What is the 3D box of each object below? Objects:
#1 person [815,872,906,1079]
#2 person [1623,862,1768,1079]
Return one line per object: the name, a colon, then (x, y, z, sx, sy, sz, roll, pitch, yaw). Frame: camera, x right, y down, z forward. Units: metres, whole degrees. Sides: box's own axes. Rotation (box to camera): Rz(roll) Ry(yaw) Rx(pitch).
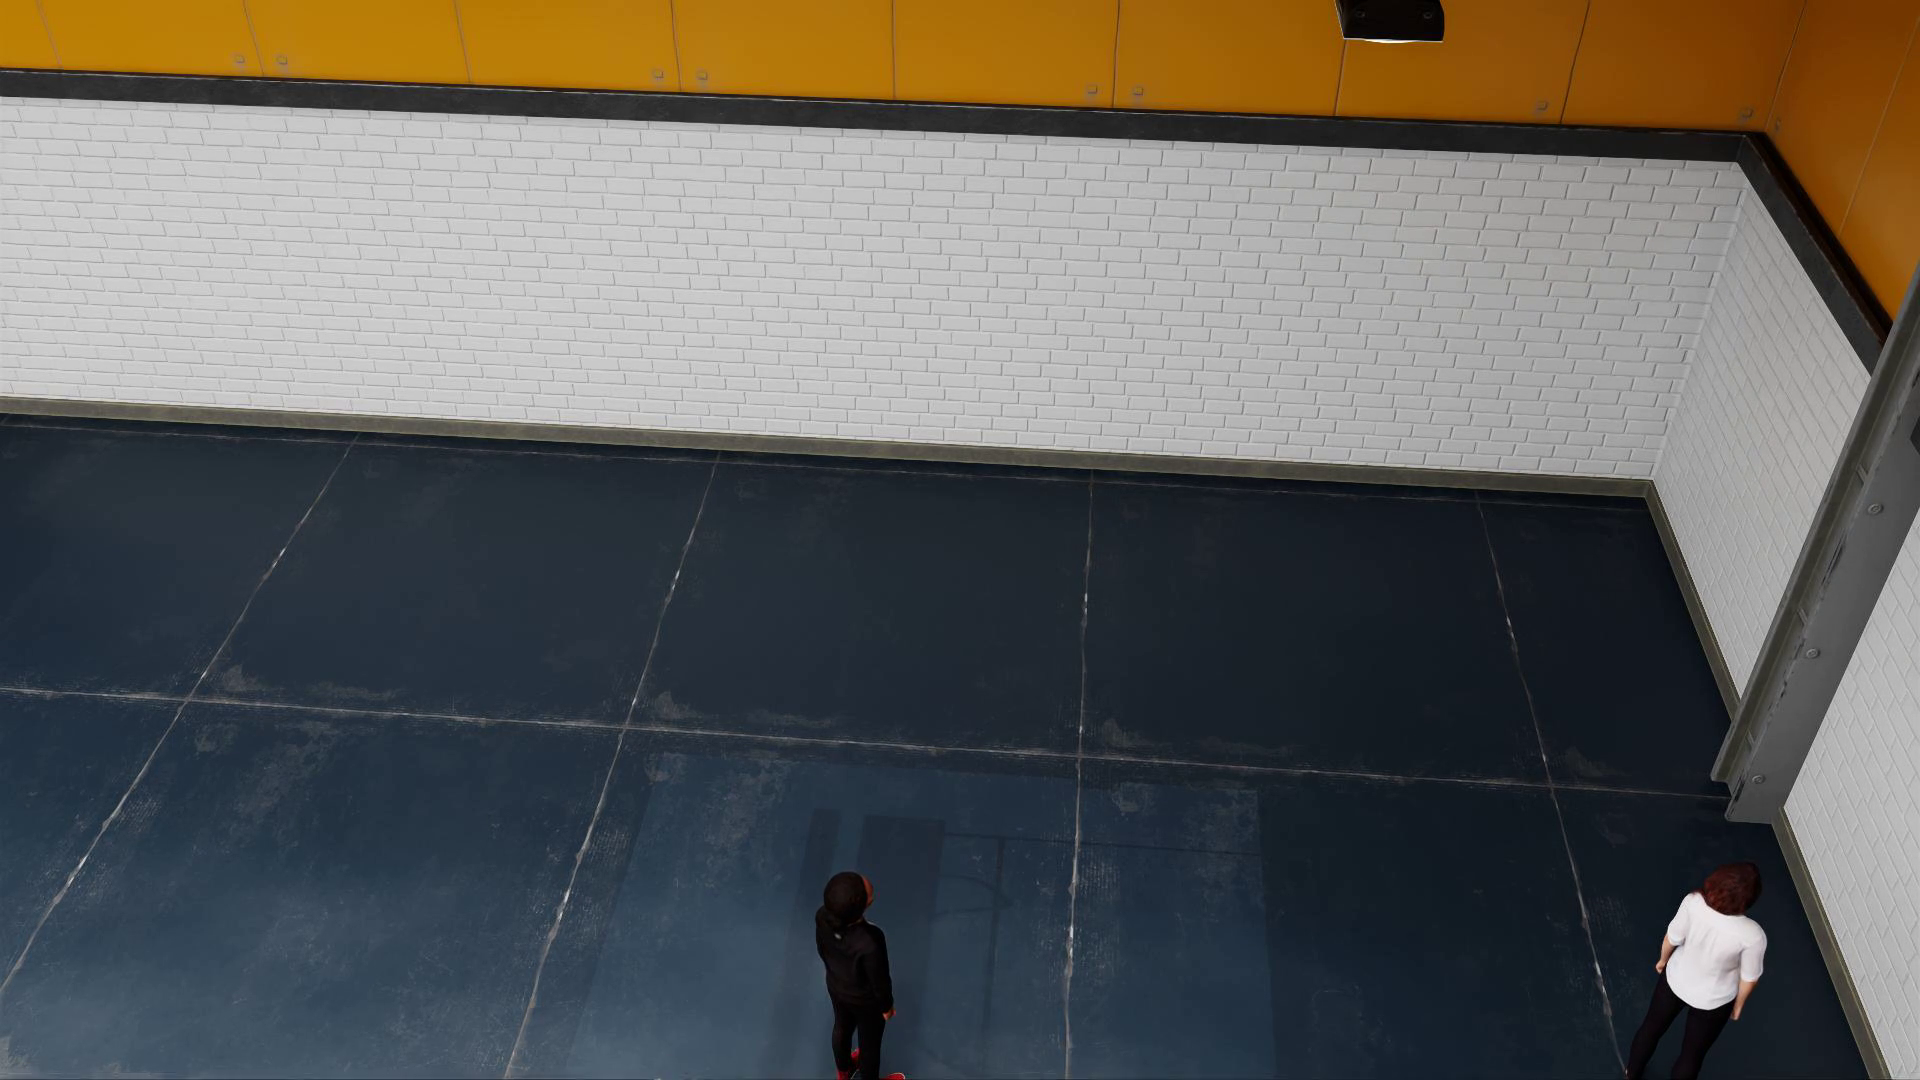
person: (-0.520, 2.257, 8.369, 0.687, 1.675, 0.719, 28, 46, 30)
person: (3.664, 2.245, 8.288, 0.725, 1.795, 0.680, -31, 48, -33)
